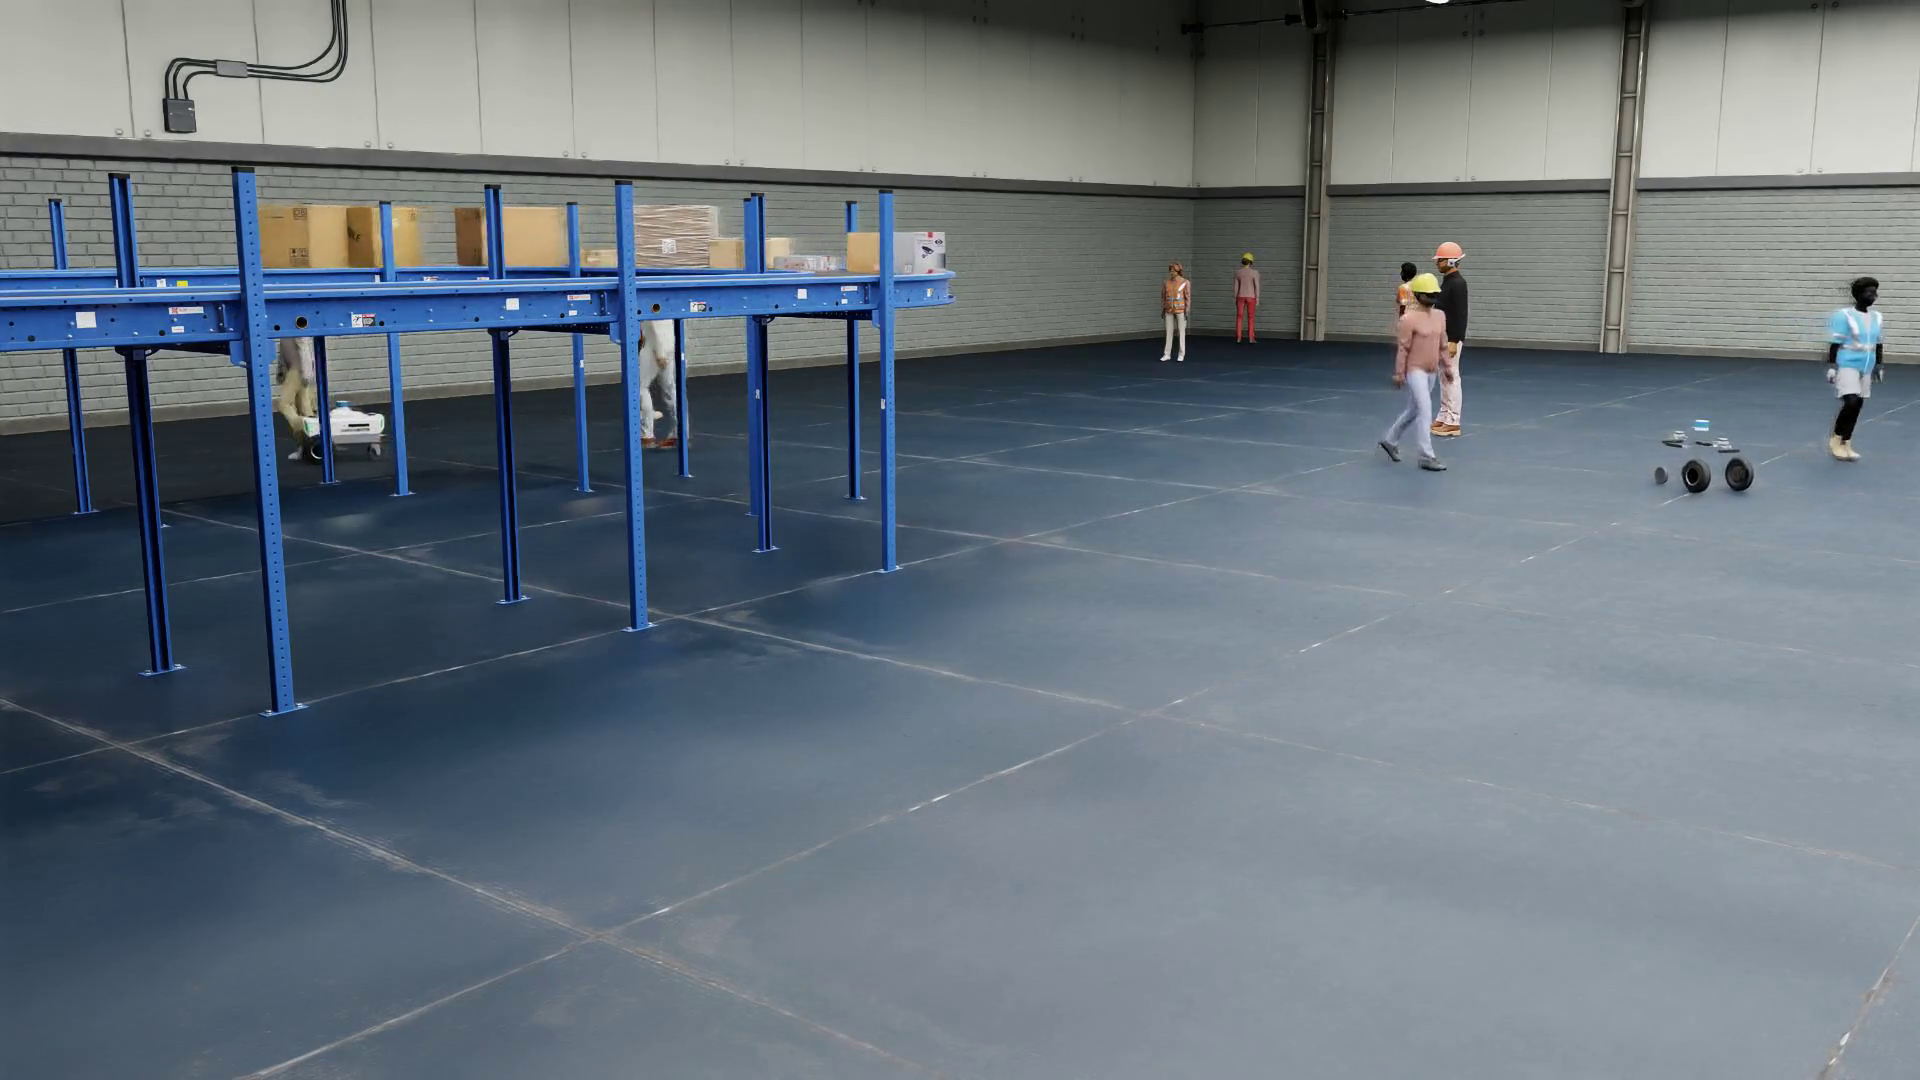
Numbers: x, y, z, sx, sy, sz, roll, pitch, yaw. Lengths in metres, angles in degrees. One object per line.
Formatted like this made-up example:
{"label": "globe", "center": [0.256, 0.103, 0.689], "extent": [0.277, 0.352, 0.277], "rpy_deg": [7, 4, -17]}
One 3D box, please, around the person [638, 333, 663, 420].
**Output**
{"label": "person", "center": [-3.639, -2.391, 18.963], "extent": [0.535, 2.000, 0.674], "rpy_deg": [-6, 12, -29]}

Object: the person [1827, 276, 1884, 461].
{"label": "person", "center": [8.216, -1.559, 15.228], "extent": [0.550, 1.683, 0.429], "rpy_deg": [-3, 11, -17]}

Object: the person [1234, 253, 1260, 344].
{"label": "person", "center": [5.603, -4.720, 32.512], "extent": [0.525, 1.769, 0.308], "rpy_deg": [5, 11, 26]}

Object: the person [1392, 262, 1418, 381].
{"label": "person", "center": [6.463, -3.153, 24.017], "extent": [0.322, 1.697, 0.536], "rpy_deg": [9, 14, 41]}

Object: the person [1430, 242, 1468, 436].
{"label": "person", "center": [5.078, -2.099, 17.352], "extent": [0.391, 1.992, 0.623], "rpy_deg": [0, 10, 3]}

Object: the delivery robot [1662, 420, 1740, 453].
{"label": "delivery robot", "center": [6.090, -0.868, 13.664], "extent": [0.335, 0.223, 0.698], "rpy_deg": [-3, 11, -16]}

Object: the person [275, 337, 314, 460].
{"label": "person", "center": [-6.124, -1.536, 15.279], "extent": [0.451, 1.617, 0.527], "rpy_deg": [-5, 11, -27]}

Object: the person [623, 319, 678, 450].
{"label": "person", "center": [-2.998, -1.821, 16.006], "extent": [0.739, 1.916, 0.627], "rpy_deg": [-1, 10, -4]}

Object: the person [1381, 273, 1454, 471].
{"label": "person", "center": [4.092, -1.527, 14.921], "extent": [0.529, 1.731, 0.859], "rpy_deg": [-7, 12, -34]}

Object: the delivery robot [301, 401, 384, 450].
{"label": "delivery robot", "center": [-5.688, -1.041, 15.341], "extent": [0.707, 0.478, 0.477], "rpy_deg": [-5, 11, -24]}

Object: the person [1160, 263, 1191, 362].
{"label": "person", "center": [3.601, -3.803, 27.786], "extent": [0.515, 1.639, 0.314], "rpy_deg": [6, 12, 32]}
